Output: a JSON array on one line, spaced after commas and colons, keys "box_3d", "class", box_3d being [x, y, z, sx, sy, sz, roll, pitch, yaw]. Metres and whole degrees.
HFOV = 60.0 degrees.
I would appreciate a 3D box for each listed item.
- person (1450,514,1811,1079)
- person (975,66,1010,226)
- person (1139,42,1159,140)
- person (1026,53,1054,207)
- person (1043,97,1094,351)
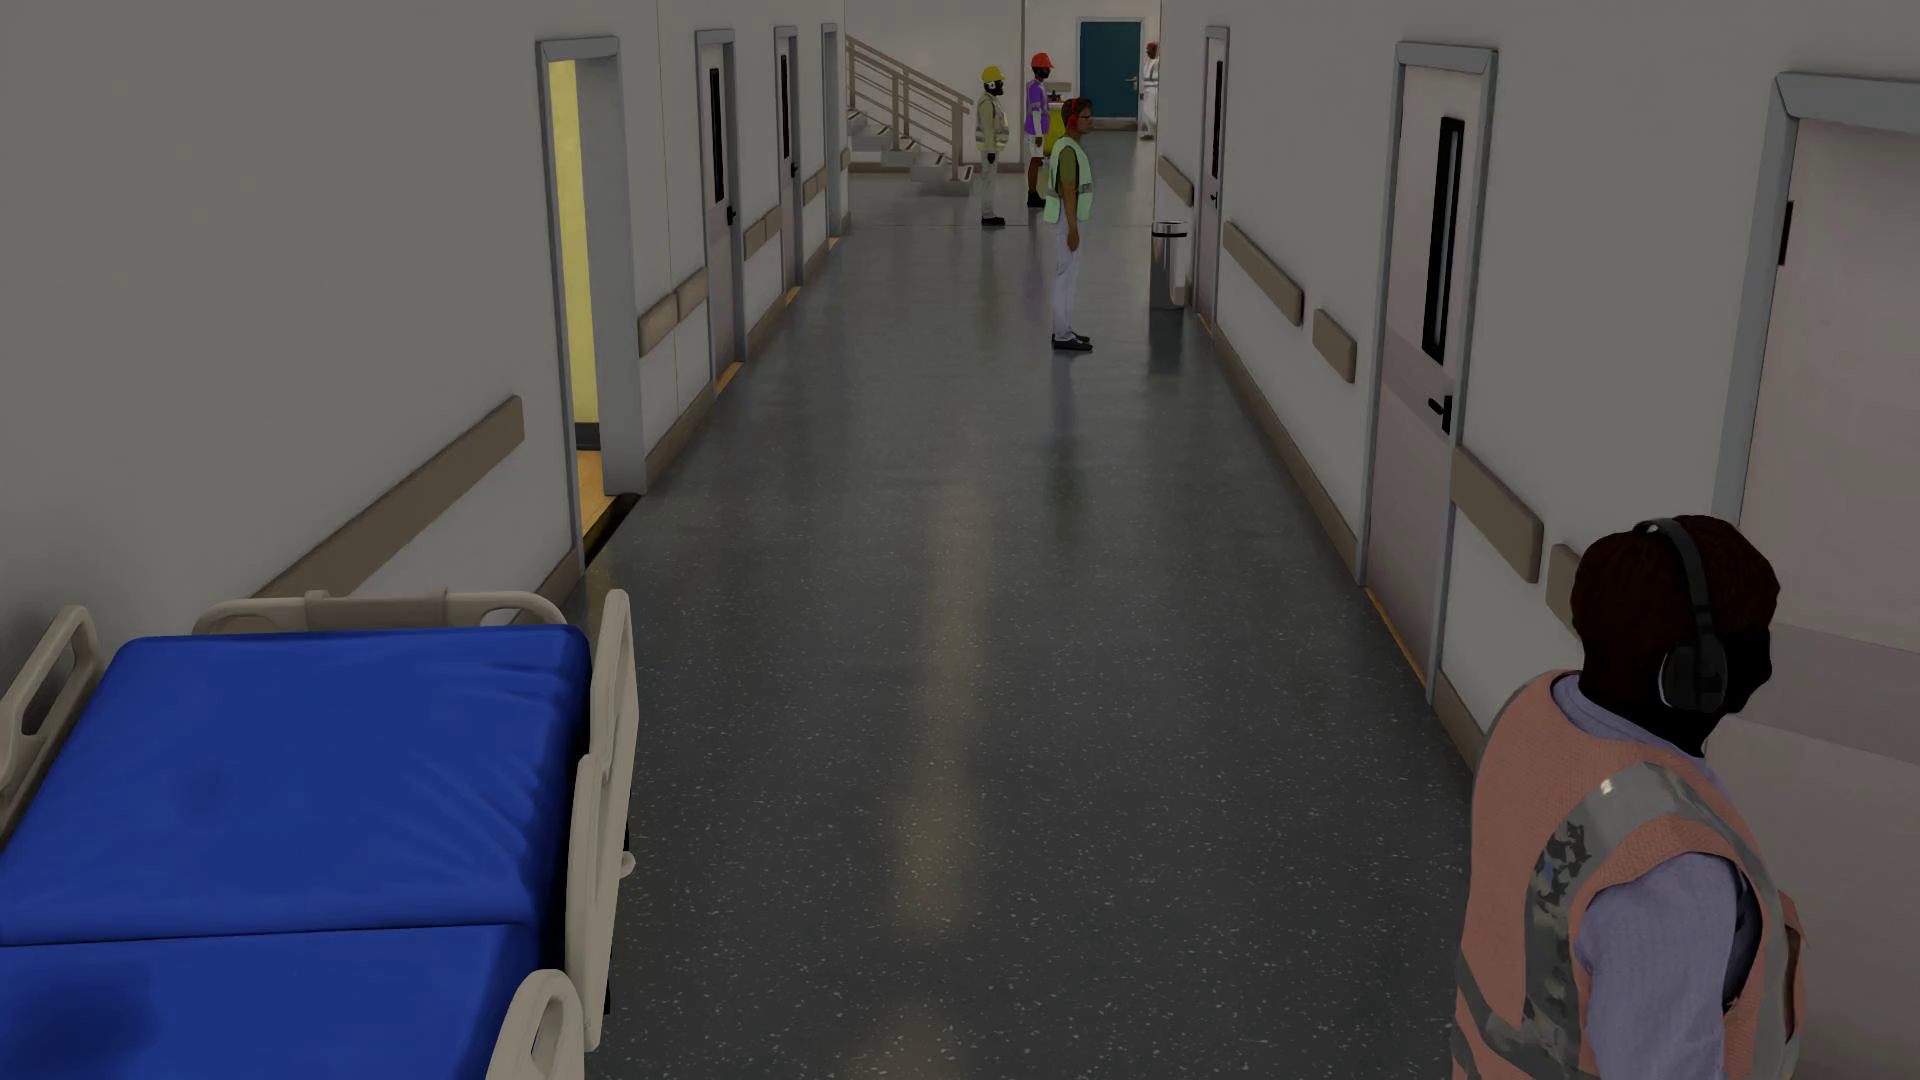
[{"box_3d": [0.905, 0.854, 2.333, 0.429, 1.846, 0.626, 1, 18, 2], "class": "person"}, {"box_3d": [0.381, -4.634, 19.590, 0.404, 1.837, 0.593, 1, 18, 2], "class": "person"}, {"box_3d": [3.735, -8.763, 32.511, 0.443, 1.869, 0.580, -6, 19, -19], "class": "person"}, {"box_3d": [1.025, -5.276, 21.444, 0.359, 1.938, 0.547, 1, 18, 2], "class": "person"}, {"box_3d": [0.811, -2.349, 12.395, 0.387, 1.846, 0.566, 1, 18, 2], "class": "person"}]
